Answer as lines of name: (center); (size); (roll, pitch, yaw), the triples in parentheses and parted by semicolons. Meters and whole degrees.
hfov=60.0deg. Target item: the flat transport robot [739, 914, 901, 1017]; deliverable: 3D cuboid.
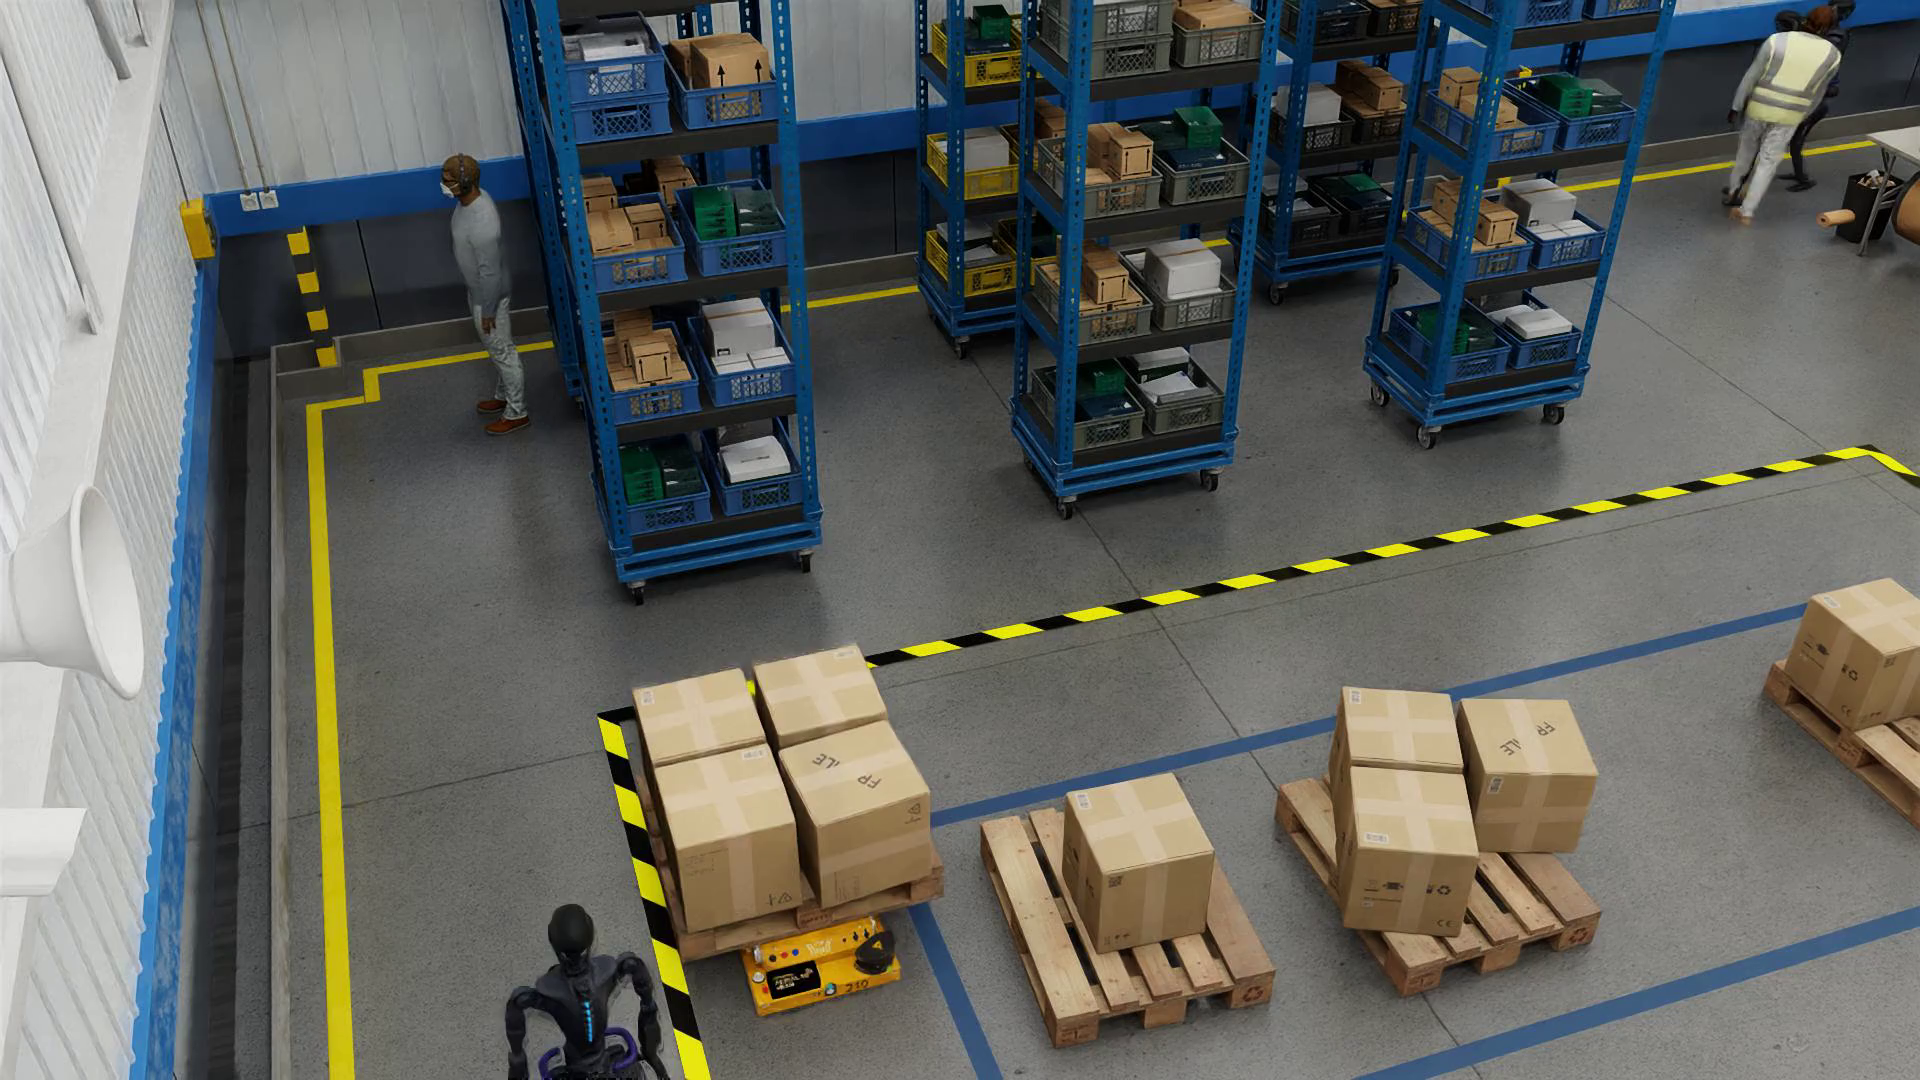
flat transport robot: (-0.797, 1.556, 7.825); (0.652, 0.197, 1.431); (-11, 37, -15)

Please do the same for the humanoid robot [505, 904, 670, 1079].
humanoid robot: (-1.371, 1.974, 6.087); (0.608, 1.629, 0.793); (-18, 39, -24)

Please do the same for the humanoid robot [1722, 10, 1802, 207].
humanoid robot: (6.729, -3.619, 13.954); (0.329, 1.651, 0.609); (8, 36, 11)

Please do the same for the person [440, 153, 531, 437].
person: (-3.107, -1.603, 10.881); (0.373, 1.939, 0.629); (-13, 37, -17)

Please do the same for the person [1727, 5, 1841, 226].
person: (6.764, -3.536, 13.757); (0.698, 1.791, 0.747); (17, 39, 22)

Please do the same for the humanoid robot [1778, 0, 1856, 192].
humanoid robot: (7.350, -3.818, 14.274); (0.355, 1.658, 0.600); (11, 37, 15)

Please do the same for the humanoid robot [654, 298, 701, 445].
humanoid robot: (-1.760, -1.112, 10.435); (0.760, 1.624, 0.590); (5, 36, 8)
